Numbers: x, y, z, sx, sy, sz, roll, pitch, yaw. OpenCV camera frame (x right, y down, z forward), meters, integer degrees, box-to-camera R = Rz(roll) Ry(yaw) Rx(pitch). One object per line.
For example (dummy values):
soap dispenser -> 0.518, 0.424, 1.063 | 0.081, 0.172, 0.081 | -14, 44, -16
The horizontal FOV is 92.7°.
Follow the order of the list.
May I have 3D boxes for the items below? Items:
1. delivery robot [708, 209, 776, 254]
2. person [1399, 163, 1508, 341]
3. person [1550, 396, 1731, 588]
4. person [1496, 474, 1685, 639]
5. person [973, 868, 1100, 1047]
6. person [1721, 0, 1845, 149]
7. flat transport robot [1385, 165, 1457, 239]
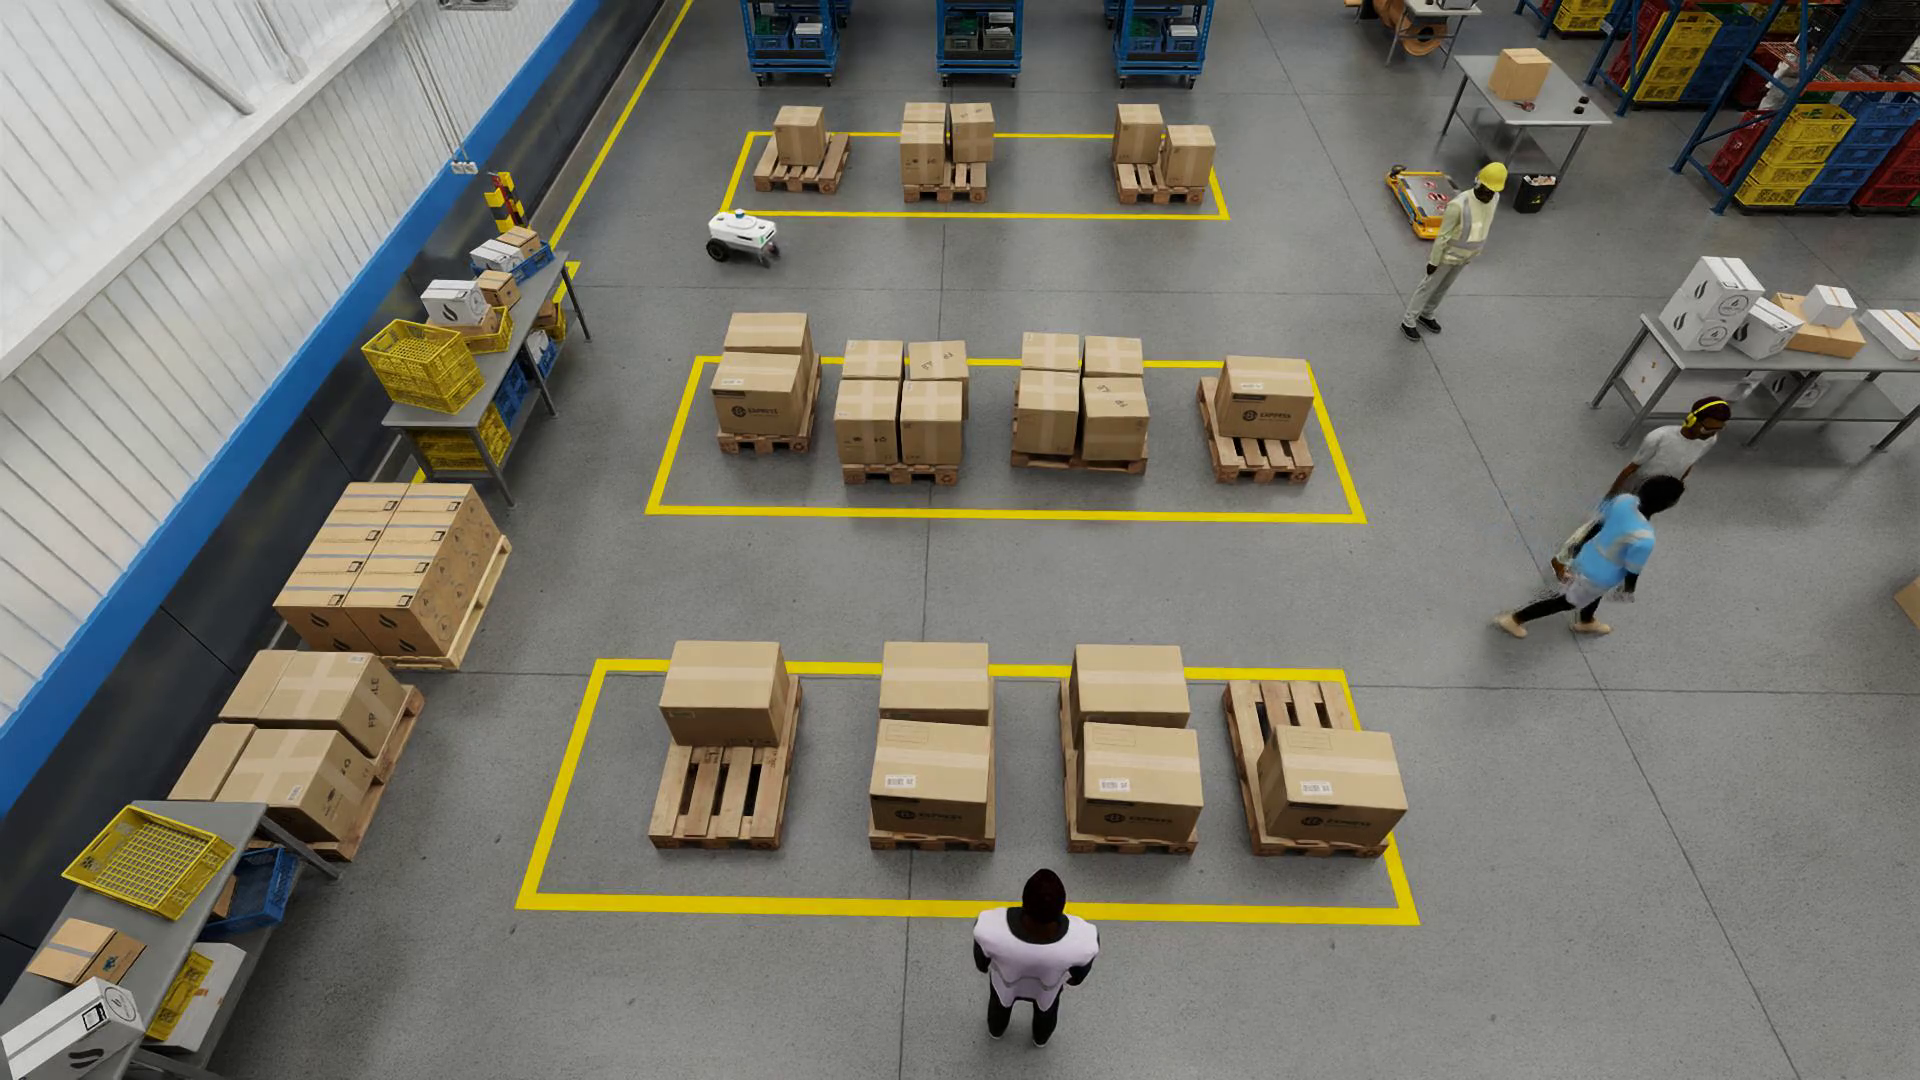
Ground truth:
delivery robot -> -2.431, -3.462, 10.265 | 0.707, 0.478, 0.477 | 15, 51, 13
person -> 4.814, -2.789, 8.905 | 0.600, 1.827, 0.403 | -21, 52, -18
person -> 5.004, -0.327, 6.759 | 0.503, 1.862, 0.328 | 0, 49, 0
person -> 4.519, 0.173, 6.450 | 0.844, 1.656, 0.531 | 13, 50, 11
person -> 0.350, 2.150, 4.582 | 0.584, 1.911, 0.392 | 3, 49, 3
person -> 10.277, -5.714, 11.402 | 0.572, 1.883, 0.358 | -14, 51, -12
flat transport robot -> 5.692, -4.094, 11.059 | 0.652, 0.197, 1.431 | 1, 49, 1
